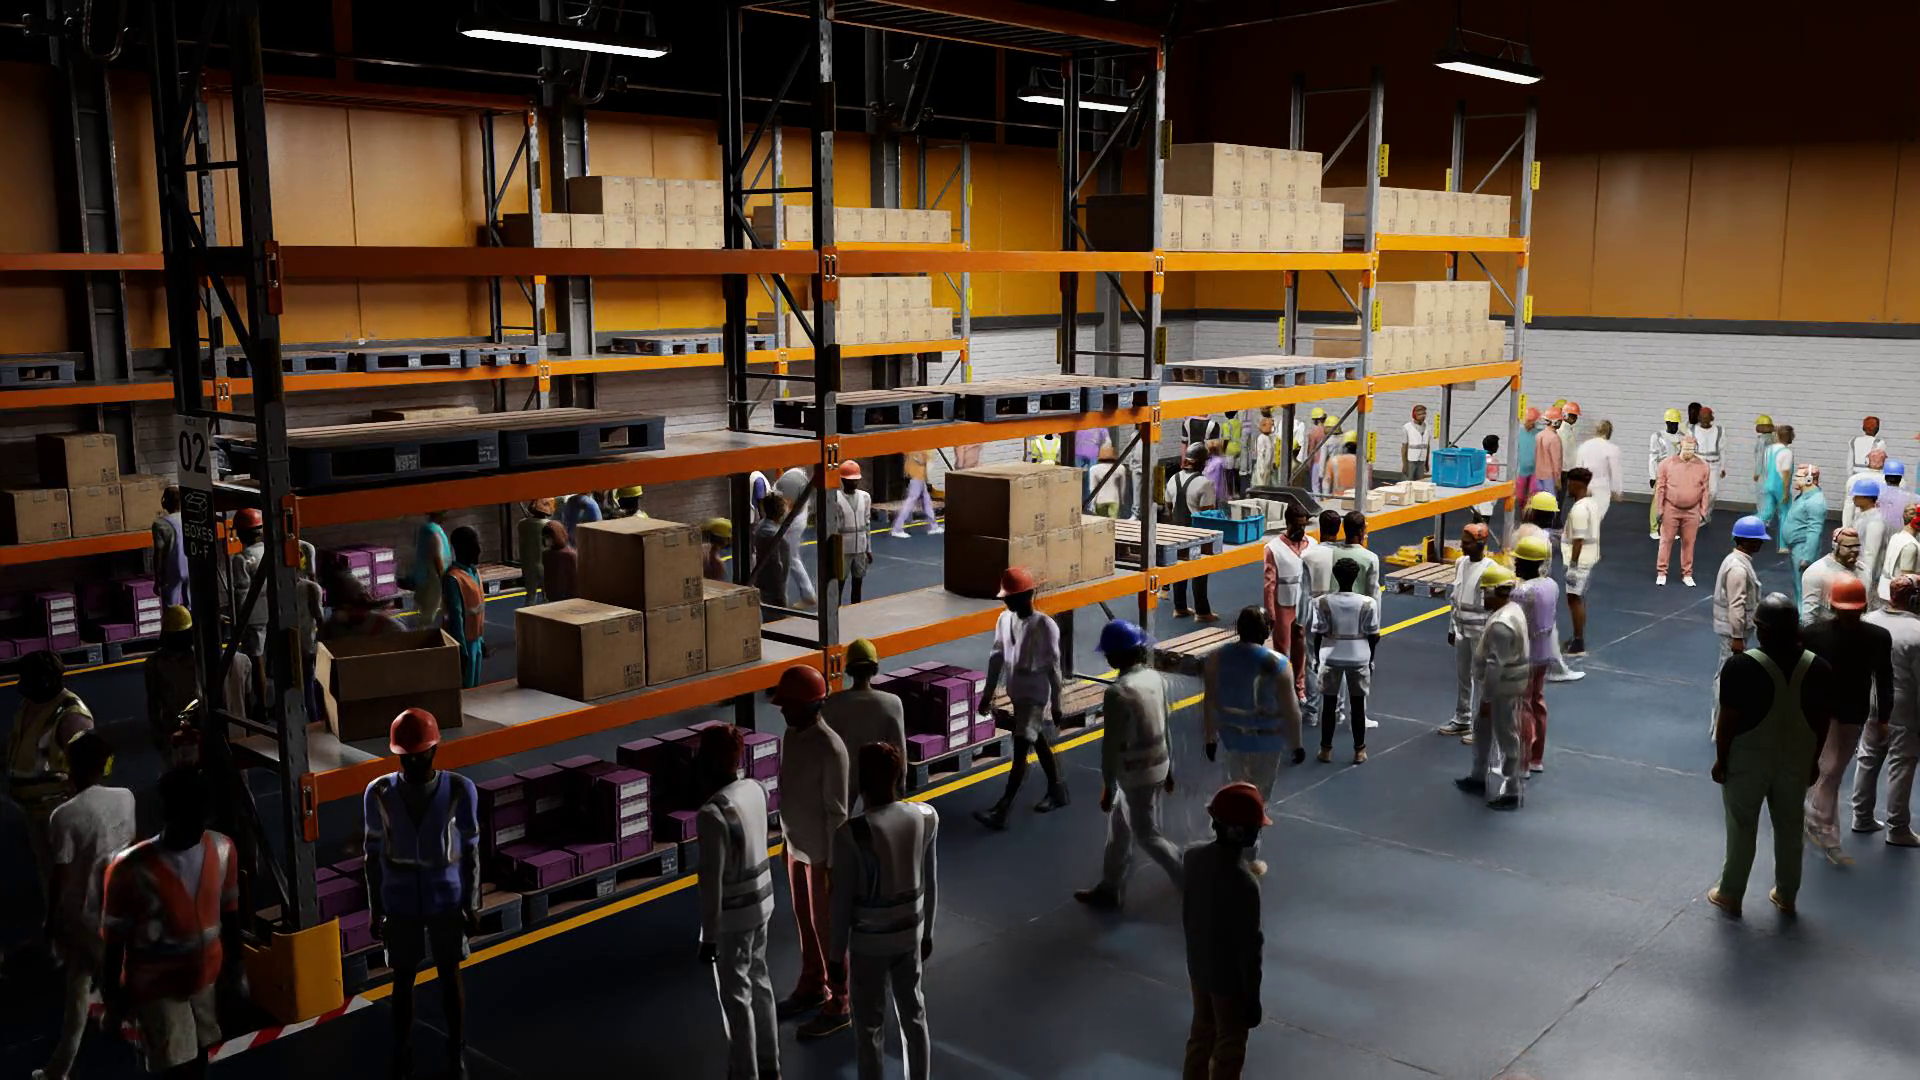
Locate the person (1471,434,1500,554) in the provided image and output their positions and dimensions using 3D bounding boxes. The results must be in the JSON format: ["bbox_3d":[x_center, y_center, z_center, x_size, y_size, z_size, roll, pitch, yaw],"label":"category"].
[{"bbox_3d":[7.296,-0.627,23.104,0.322,1.689,0.547,-1,10,-7],"label":"person"}]

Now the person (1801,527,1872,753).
[{"bbox_3d":[7.237,0.832,13.717,0.648,1.907,0.401,-3,10,-17],"label":"person"}]

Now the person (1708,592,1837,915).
[{"bbox_3d":[5.019,1.323,10.386,0.688,2.000,0.539,0,10,2],"label":"person"}]

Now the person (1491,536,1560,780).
[{"bbox_3d":[4.463,0.922,13.108,0.587,1.930,0.362,-9,13,-43],"label":"person"}]

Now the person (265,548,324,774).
[{"bbox_3d":[-5.277,0.937,13.183,0.532,1.876,0.321,2,10,10],"label":"person"}]

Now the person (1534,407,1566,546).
[{"bbox_3d":[8.461,-0.912,23.866,0.379,1.996,0.611,-1,10,-9],"label":"person"}]

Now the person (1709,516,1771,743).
[{"bbox_3d":[6.571,0.755,14.051,0.400,1.945,0.615,4,10,23],"label":"person"}]

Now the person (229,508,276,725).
[{"bbox_3d":[-6.184,0.669,14.638,0.386,1.929,0.543,4,10,22],"label":"person"}]

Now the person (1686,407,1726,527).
[{"bbox_3d":[11.387,-1.109,25.439,0.604,1.862,0.432,3,10,18],"label":"person"}]

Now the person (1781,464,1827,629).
[{"bbox_3d":[9.061,0.128,17.917,0.407,1.910,0.639,3,10,17],"label":"person"}]

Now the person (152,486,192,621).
[{"bbox_3d":[-7.829,0.373,16.681,0.349,1.836,0.517,7,12,36],"label":"person"}]

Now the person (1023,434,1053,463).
[{"bbox_3d":[1.290,-1.410,27.322,0.560,1.836,0.393,8,12,39],"label":"person"}]

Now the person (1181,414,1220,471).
[{"bbox_3d":[3.682,-1.192,25.442,0.613,2.033,0.412,5,11,27],"label":"person"}]

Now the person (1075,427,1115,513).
[{"bbox_3d":[2.084,-1.351,26.808,0.777,1.898,0.504,3,10,19],"label":"person"}]

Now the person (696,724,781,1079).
[{"bbox_3d":[-1.086,1.806,8.016,0.371,1.877,0.581,3,10,19],"label":"person"}]

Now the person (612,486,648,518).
[{"bbox_3d":[-3.250,0.344,16.613,0.396,1.919,0.582,-2,10,-12],"label":"person"}]

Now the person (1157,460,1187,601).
[{"bbox_3d":[2.546,-0.117,20.005,0.536,1.697,0.322,-4,10,-22],"label":"person"}]

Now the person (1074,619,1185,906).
[{"bbox_3d":[1.164,1.426,10.230,0.953,1.898,0.607,5,11,29],"label":"person"}]

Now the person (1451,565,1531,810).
[{"bbox_3d":[3.966,1.091,12.476,0.604,1.797,0.681,4,10,21],"label":"person"}]

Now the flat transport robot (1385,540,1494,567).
[{"bbox_3d":[6.484,0.185,22.453,1.431,0.197,0.652,-6,11,-34],"label":"flat transport robot"}]

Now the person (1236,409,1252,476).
[{"bbox_3d":[5.422,-2.045,31.721,0.316,1.629,0.509,5,11,28],"label":"person"}]

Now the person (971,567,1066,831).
[{"bbox_3d":[0.429,1.127,12.031,1.027,1.870,0.555,-8,13,-40],"label":"person"}]

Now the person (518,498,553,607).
[{"bbox_3d":[-4.448,0.312,17.674,0.506,1.623,0.284,3,10,16],"label":"person"}]

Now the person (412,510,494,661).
[{"bbox_3d":[-5.163,0.436,16.490,0.947,1.787,0.581,-4,10,-22],"label":"person"}]

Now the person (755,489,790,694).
[{"bbox_3d":[-1.745,0.484,15.700,0.372,1.940,0.632,-2,10,-12],"label":"person"}]

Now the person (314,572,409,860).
[{"bbox_3d":[-4.103,1.137,11.498,0.706,2.000,1.036,2,10,12],"label":"person"}]

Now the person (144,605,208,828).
[{"bbox_3d":[-5.327,1.296,11.469,0.485,1.737,0.339,-5,11,-25],"label":"person"}]

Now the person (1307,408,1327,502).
[{"bbox_3d":[5.708,-1.231,26.485,0.541,1.755,0.360,-6,11,-30],"label":"person"}]

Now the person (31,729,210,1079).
[{"bbox_3d":[-4.132,1.830,8.073,0.949,1.809,0.592,2,10,10],"label":"person"}]

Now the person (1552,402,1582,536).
[{"bbox_3d":[9.018,-1.063,24.784,0.392,1.990,0.612,4,10,24],"label":"person"}]

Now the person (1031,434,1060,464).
[{"bbox_3d":[1.339,-1.003,25.297,0.531,1.698,0.320,0,10,-3],"label":"person"}]

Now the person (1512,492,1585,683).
[{"bbox_3d":[5.525,0.461,16.029,0.984,1.877,0.608,-1,10,-4],"label":"person"}]

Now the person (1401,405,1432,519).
[{"bbox_3d":[7.158,-1.223,26.215,0.563,1.834,0.400,-5,11,-26],"label":"person"}]

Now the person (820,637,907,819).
[{"bbox_3d":[-0.610,1.475,10.323,0.564,1.756,0.375,-1,10,-6],"label":"person"}]

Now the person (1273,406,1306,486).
[{"bbox_3d":[5.190,-1.256,26.274,0.352,1.880,0.576,-8,13,-41],"label":"person"}]

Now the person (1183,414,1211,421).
[{"bbox_3d":[3.925,-1.508,27.281,0.370,2.044,0.608,-7,12,-35],"label":"person"}]

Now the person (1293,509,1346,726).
[{"bbox_3d":[3.229,0.685,14.602,0.598,1.908,0.402,-3,10,-17],"label":"person"}]

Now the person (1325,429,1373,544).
[{"bbox_3d":[5.024,-0.476,21.566,0.609,1.898,0.693,3,10,17],"label":"person"}]
